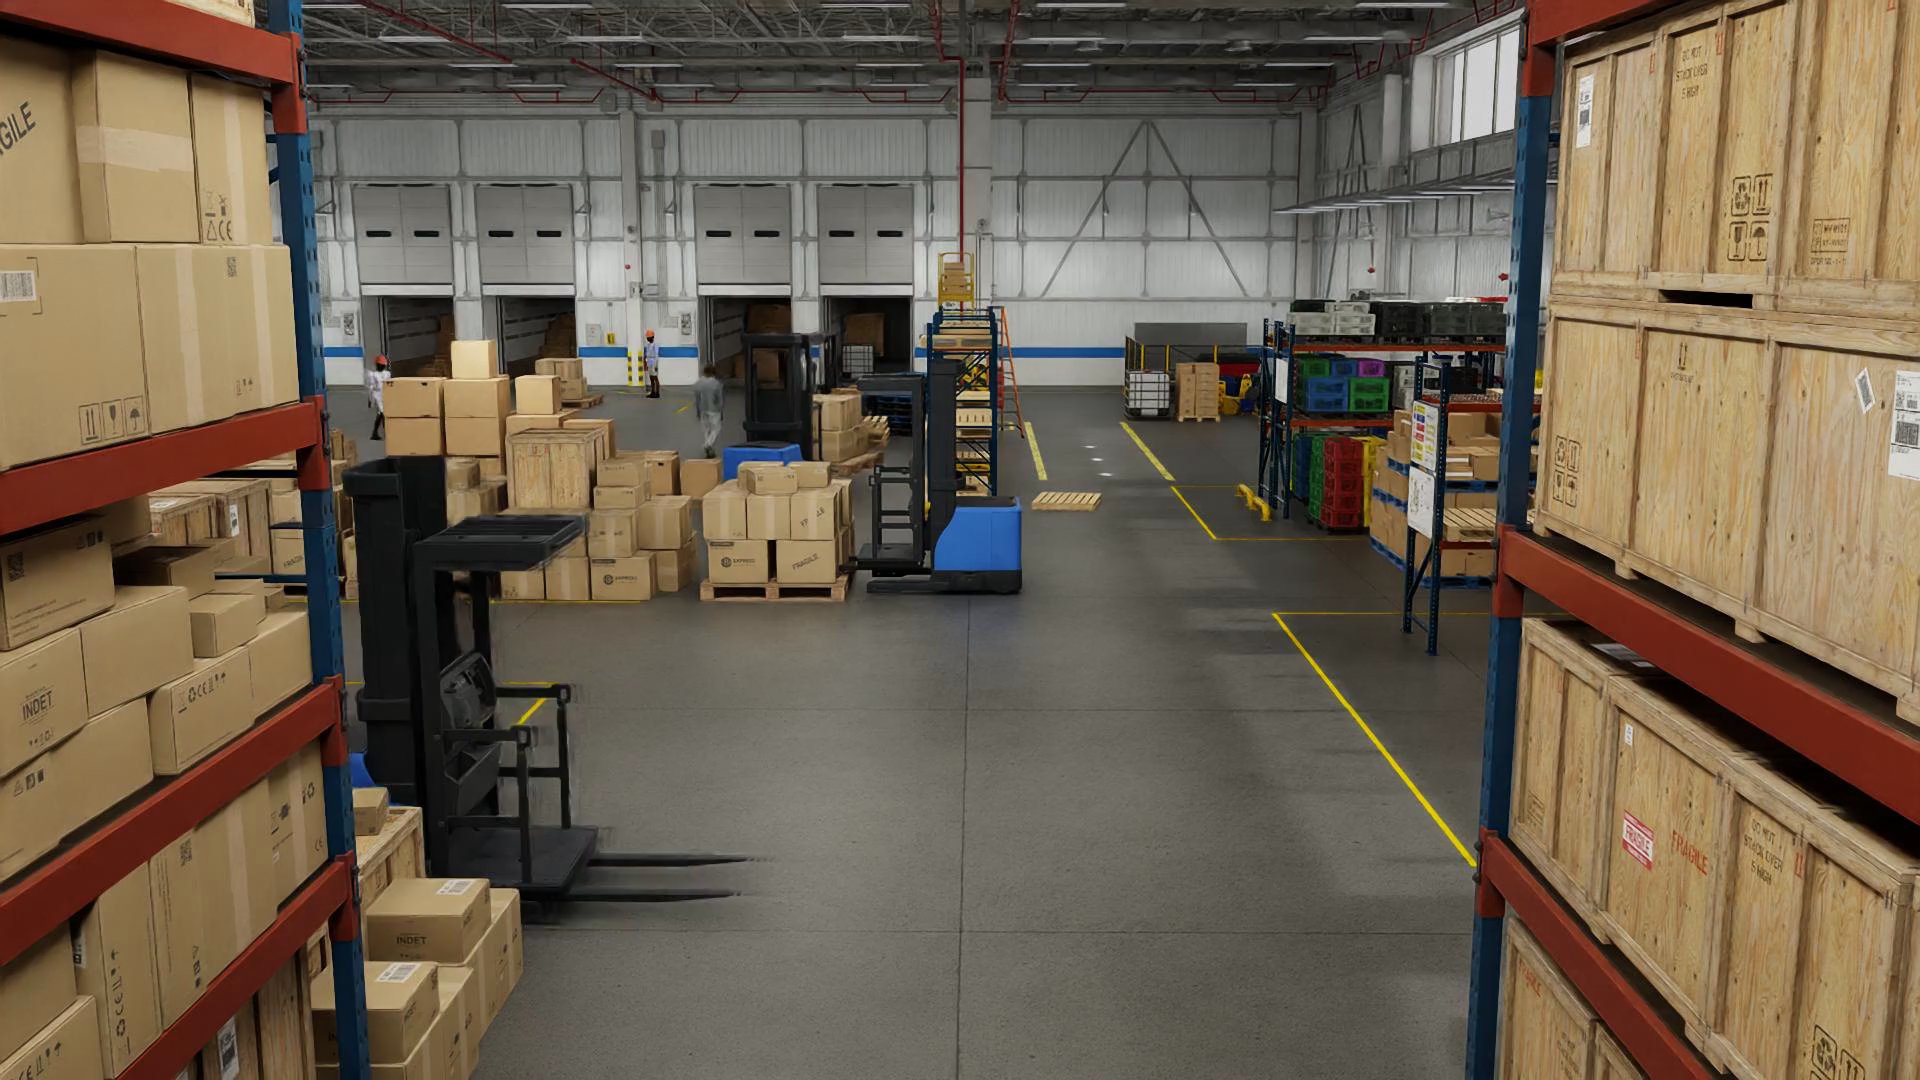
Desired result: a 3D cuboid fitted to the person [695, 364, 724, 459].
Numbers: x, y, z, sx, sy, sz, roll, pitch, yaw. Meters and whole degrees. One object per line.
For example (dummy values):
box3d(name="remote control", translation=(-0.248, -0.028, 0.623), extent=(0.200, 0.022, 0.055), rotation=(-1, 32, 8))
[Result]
box3d(name="person", translation=(-5.001, -2.555, 33.211), extent=(0.645, 1.923, 0.462), rotation=(3, 10, 15))

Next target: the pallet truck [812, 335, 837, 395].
box3d(name="pallet truck", translation=(-3.021, -4.312, 43.126), extent=(1.885, 1.965, 0.823), rotation=(3, 10, 17))

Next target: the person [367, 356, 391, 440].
box3d(name="person", translation=(-12.631, -3.093, 36.425), extent=(1.010, 1.879, 0.569), rotation=(6, 12, 32))

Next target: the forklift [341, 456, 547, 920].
box3d(name="forklift", translation=(-3.506, 0.892, 10.557), extent=(1.873, 2.768, 1.129), rotation=(0, 10, 1))

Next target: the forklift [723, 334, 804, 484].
box3d(name="forklift", translation=(-3.008, -1.909, 26.713), extent=(1.129, 2.768, 1.873), rotation=(3, 10, 15))

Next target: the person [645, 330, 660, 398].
box3d(name="person", translation=(-8.759, -4.992, 47.255), extent=(0.388, 1.930, 0.544), rotation=(-8, 13, -39))

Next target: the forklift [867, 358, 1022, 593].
box3d(name="forklift", translation=(-0.179, -0.808, 20.365), extent=(1.873, 2.768, 1.129), rotation=(0, 10, 1))
